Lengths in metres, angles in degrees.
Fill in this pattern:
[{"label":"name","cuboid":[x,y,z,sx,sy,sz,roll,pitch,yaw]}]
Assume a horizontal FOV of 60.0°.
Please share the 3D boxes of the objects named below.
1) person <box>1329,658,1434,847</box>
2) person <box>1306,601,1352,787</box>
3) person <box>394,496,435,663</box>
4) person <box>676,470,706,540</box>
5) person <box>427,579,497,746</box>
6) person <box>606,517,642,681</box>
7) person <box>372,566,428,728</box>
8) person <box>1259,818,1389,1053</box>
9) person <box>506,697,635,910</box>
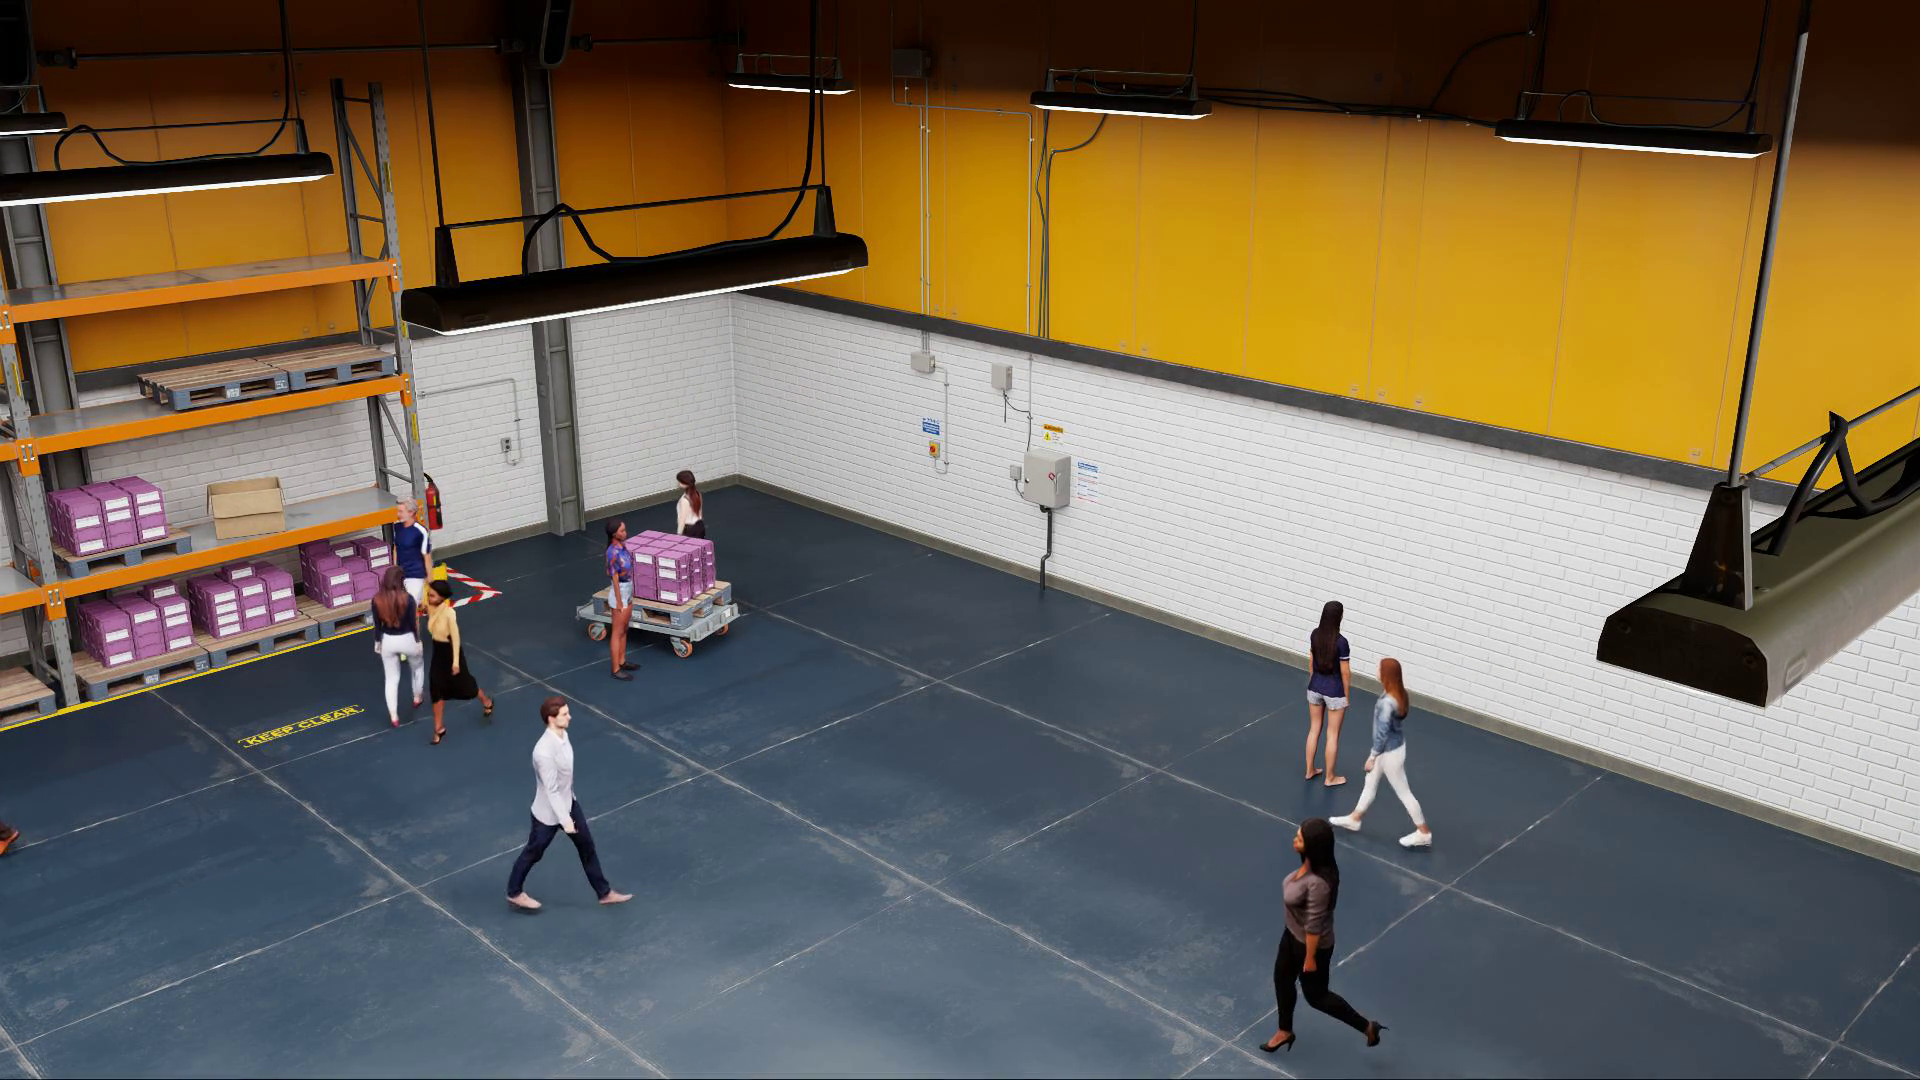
[{"label":"person","cuboid":[3.721,1.826,14.018,1.007,1.652,1.143,6,20,18]},{"label":"person","cuboid":[3.346,1.387,15.144,0.516,1.767,0.569,-16,25,-40]},{"label":"person","cuboid":[-5.886,0.373,18.094,0.770,1.806,1.189,13,22,33]},{"label":"person","cuboid":[-3.062,-0.022,19.546,0.751,1.627,0.687,5,19,15]},{"label":"person","cuboid":[-4.864,1.151,16.085,0.744,1.614,1.106,11,21,29]},{"label":"person","cuboid":[-3.578,0.599,17.520,0.728,1.744,0.650,2,19,5]},{"label":"person","cuboid":[-5.514,1.063,16.400,0.934,1.578,0.988,-1,19,-3]},{"label":"person","cuboid":[2.448,2.714,11.131,1.102,1.813,1.098,2,19,6]},{"label":"person","cuboid":[-3.252,2.104,12.972,1.208,1.794,1.268,3,19,9]}]
